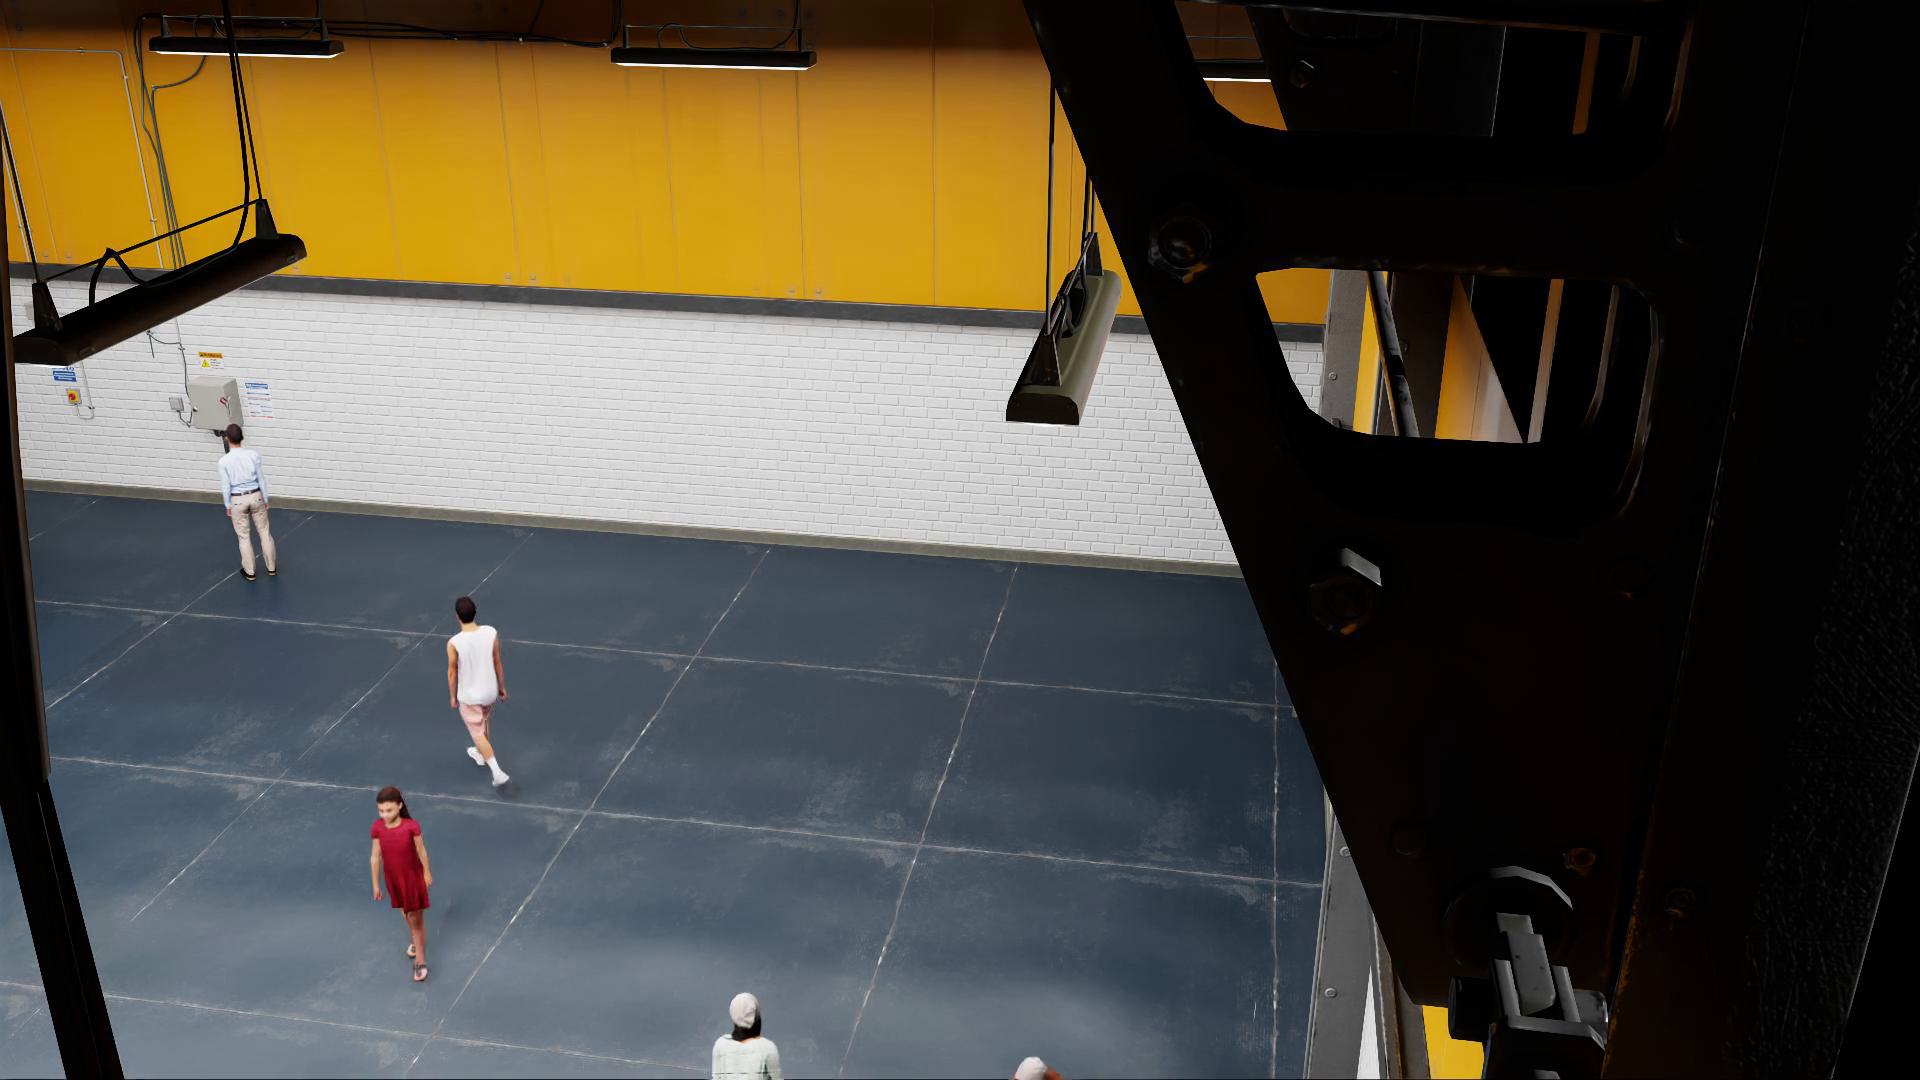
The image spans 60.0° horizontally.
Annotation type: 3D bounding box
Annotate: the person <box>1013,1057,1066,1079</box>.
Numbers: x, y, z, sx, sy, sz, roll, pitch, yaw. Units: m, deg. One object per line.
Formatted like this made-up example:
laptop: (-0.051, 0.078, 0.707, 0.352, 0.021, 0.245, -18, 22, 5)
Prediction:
person: (0.493, 3.684, 9.800, 0.929, 1.598, 1.106, 18, 29, 35)

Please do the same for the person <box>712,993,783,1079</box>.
person: (-1.314, 3.539, 10.121, 0.603, 1.607, 0.962, 6, 24, 12)

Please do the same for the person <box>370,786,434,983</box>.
person: (-4.196, 2.495, 12.607, 0.675, 1.528, 0.905, -1, 24, -3)

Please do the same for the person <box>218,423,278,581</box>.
person: (-8.112, -0.436, 18.913, 0.749, 1.848, 0.812, -16, 28, -33)

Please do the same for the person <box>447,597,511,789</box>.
person: (-4.282, 1.391, 14.848, 1.153, 1.756, 1.153, -19, 30, -37)
